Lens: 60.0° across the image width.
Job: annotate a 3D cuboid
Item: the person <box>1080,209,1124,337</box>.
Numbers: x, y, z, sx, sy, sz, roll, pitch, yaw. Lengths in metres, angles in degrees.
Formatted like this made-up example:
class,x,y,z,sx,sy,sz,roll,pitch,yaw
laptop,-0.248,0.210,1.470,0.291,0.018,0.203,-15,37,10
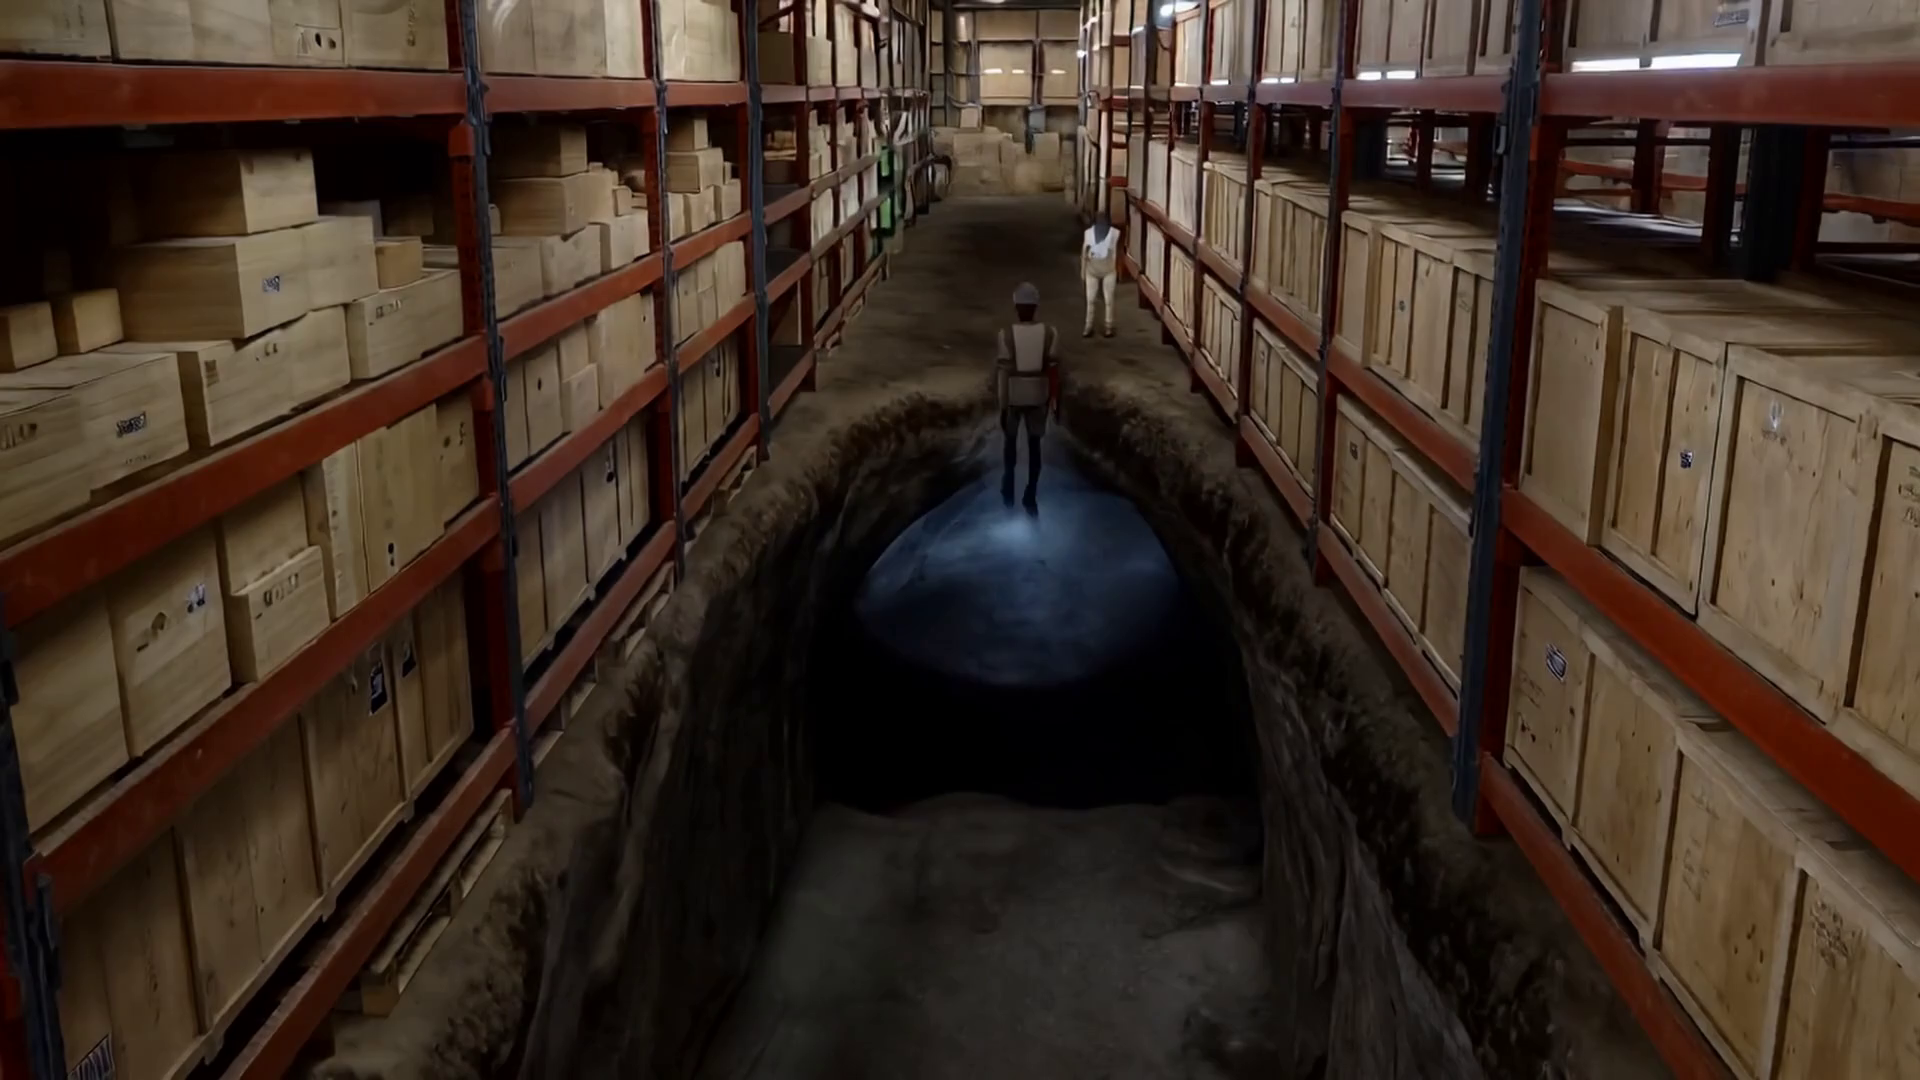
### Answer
class,x,y,z,sx,sy,sz,roll,pitch,yaw
person,2.042,-3.881,24.200,0.637,1.842,0.429,5,16,18

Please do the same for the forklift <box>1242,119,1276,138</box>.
class,x,y,z,sx,sy,sz,roll,pitch,yaw
forklift,7.750,-9.669,43.765,1.129,2.768,1.873,0,15,2

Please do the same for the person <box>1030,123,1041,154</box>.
class,x,y,z,sx,sy,sz,roll,pitch,yaw
person,3.985,-20.955,87.585,0.588,1.919,0.399,7,17,24

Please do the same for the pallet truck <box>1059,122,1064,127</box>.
class,x,y,z,sx,sy,sz,roll,pitch,yaw
pallet truck,5.788,-21.111,88.014,1.885,1.965,0.823,5,16,18

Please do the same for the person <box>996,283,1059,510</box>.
class,x,y,z,sx,sy,sz,roll,pitch,yaw
person,0.559,-1.250,14.286,0.555,1.907,0.808,-2,15,-6

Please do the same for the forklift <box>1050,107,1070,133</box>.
class,x,y,z,sx,sy,sz,roll,pitch,yaw
forklift,4.694,-19.025,78.577,1.129,2.768,1.873,-7,17,-26
